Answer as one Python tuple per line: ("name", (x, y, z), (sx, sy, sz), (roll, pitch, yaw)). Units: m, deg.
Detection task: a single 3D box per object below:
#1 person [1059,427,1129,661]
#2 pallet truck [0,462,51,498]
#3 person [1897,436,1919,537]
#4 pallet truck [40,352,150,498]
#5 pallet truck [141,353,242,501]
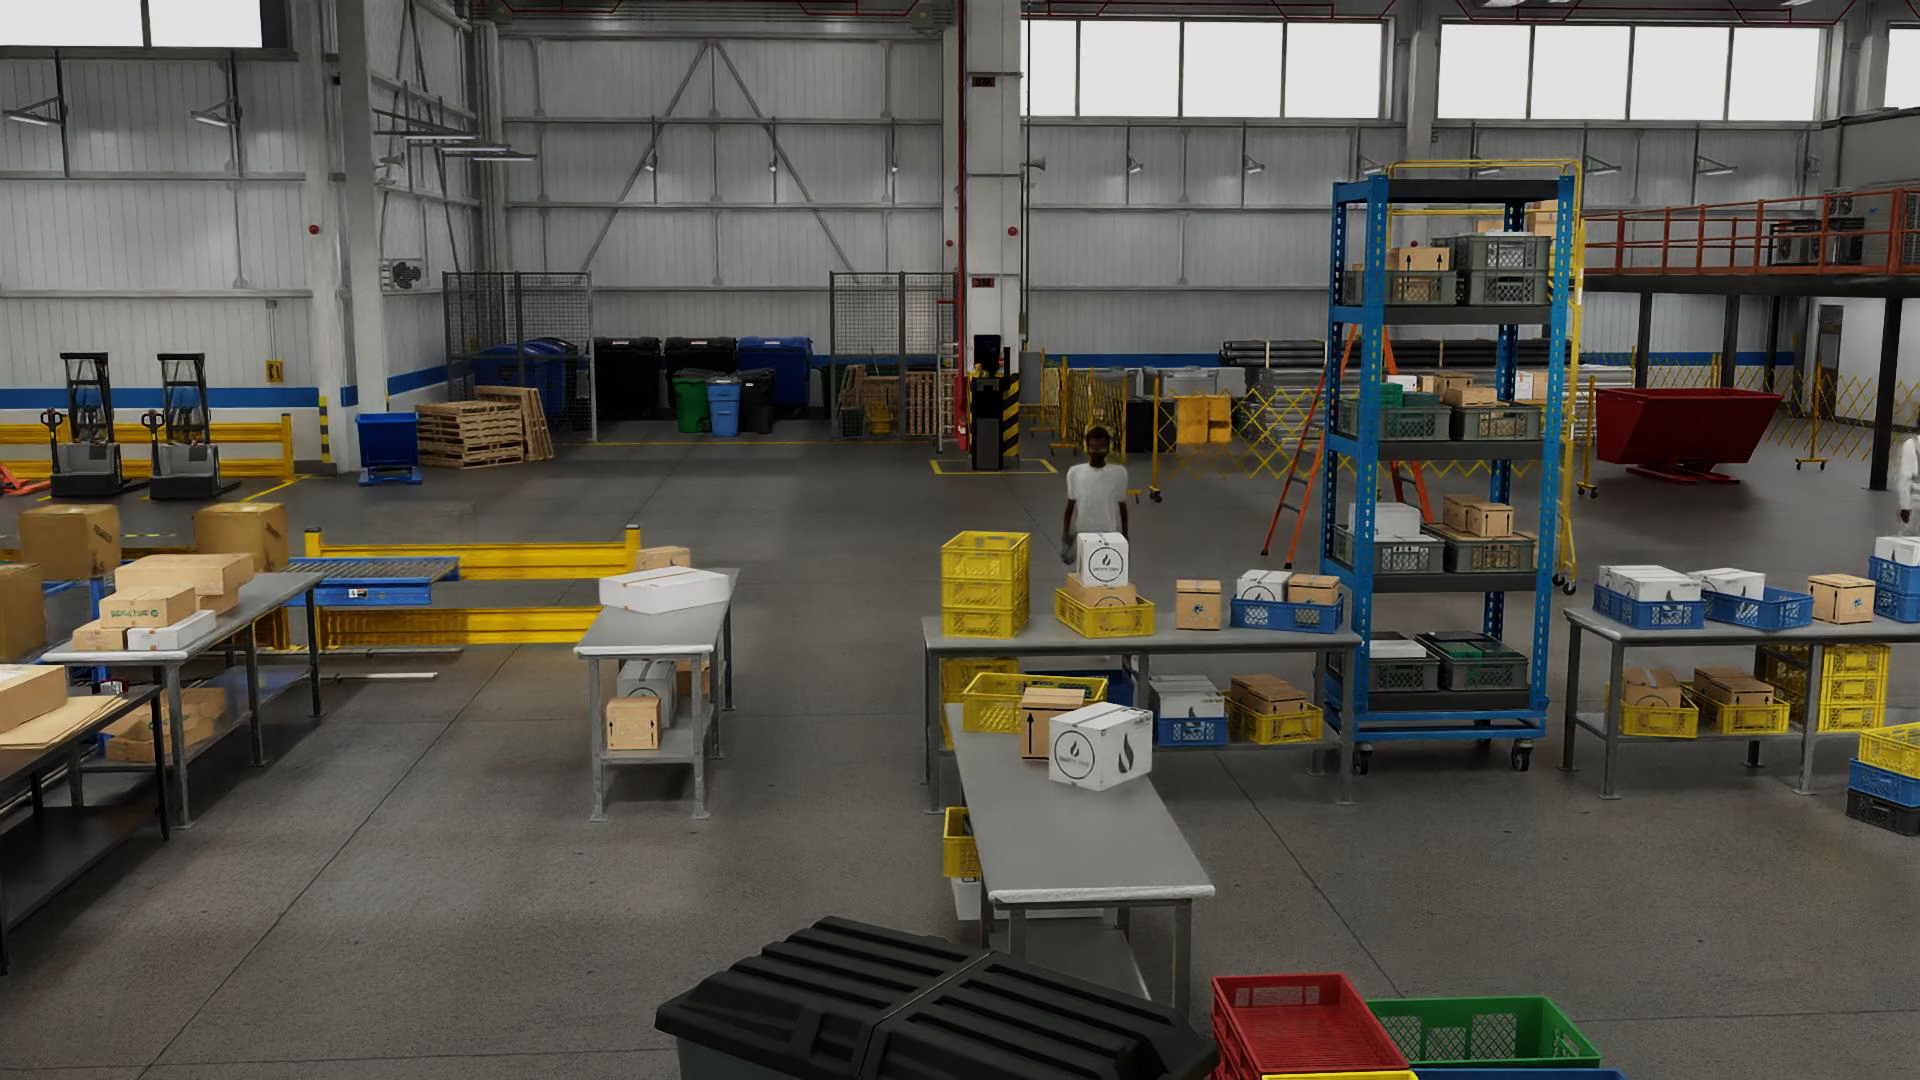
("person", (1.049, 0.037, 13.148), (0.515, 1.837, 0.878), (2, 9, 13))
("pallet truck", (-13.193, -1.293, 23.148), (0.653, 1.274, 1.630), (-1, 9, -4))
("person", (9.079, -0.361, 15.664), (0.592, 1.833, 0.998), (0, 9, -2))
("pallet truck", (-11.907, -1.642, 23.165), (0.823, 1.965, 1.885), (0, 9, 0))
("pallet truck", (-10.520, -1.604, 22.925), (0.823, 1.965, 1.885), (-1, 9, -6))
